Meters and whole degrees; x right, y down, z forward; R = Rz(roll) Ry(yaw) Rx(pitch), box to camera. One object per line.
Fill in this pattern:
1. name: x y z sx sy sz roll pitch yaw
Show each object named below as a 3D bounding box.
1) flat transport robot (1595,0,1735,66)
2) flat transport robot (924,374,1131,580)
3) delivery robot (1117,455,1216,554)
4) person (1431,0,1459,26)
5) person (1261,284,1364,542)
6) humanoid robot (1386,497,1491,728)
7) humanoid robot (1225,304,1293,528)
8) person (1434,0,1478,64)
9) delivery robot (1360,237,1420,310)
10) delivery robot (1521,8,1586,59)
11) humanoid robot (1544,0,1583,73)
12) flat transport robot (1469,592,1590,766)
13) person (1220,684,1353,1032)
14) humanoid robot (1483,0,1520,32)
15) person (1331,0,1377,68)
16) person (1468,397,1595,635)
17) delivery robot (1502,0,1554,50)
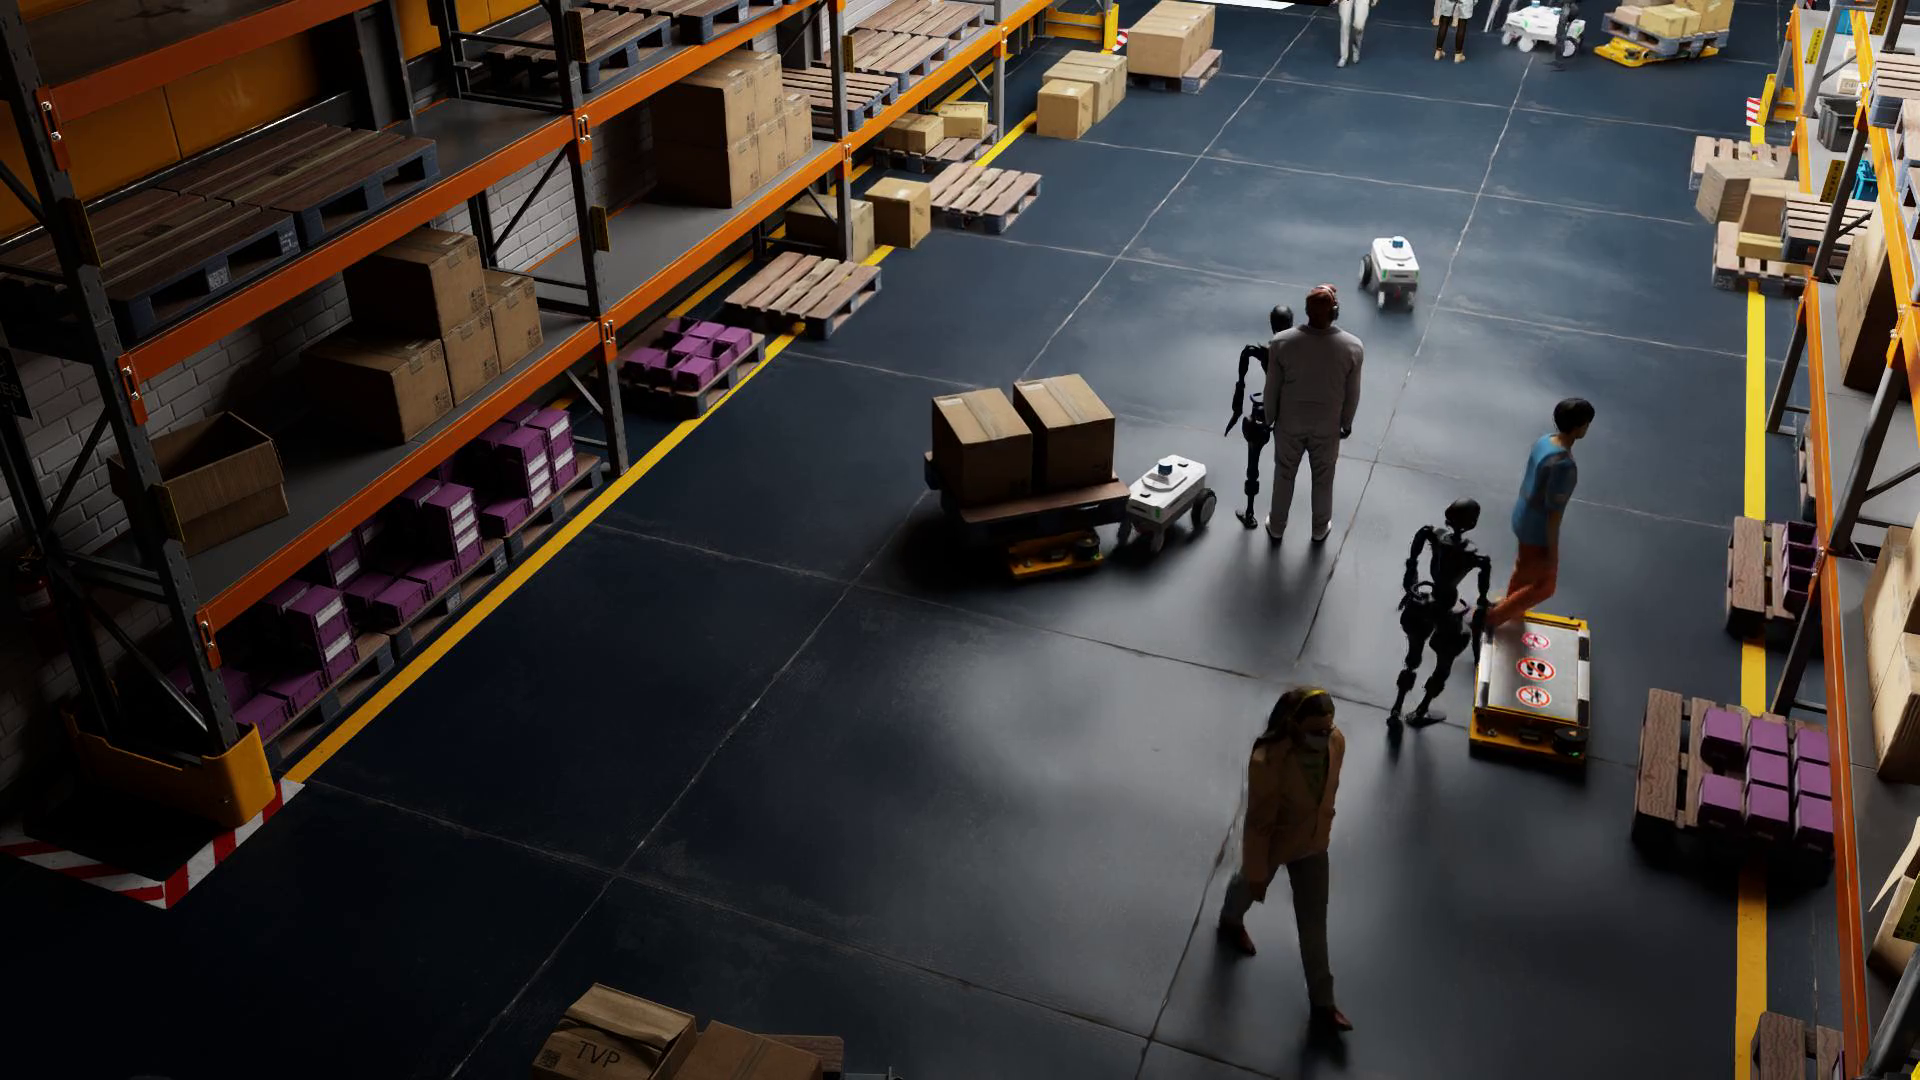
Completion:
1. flat transport robot: 8.974 -6.344 21.411 1.431 0.231 0.659 -13 35 -19
2. flat transport robot: 0.461 -0.205 11.909 0.659 0.231 1.431 -10 34 -15
3. delivery robot: 1.441 -0.301 11.784 0.499 0.583 0.774 22 39 30
4. person: 6.634 -7.796 22.266 0.462 1.778 0.305 9 34 14
5. person: 2.392 -0.854 11.411 0.641 1.904 0.404 6 33 9
6. humanoid robot: 2.736 0.446 9.618 0.487 1.632 0.603 -25 41 -34
7. humanoid robot: 2.180 -0.867 11.624 0.609 1.655 0.307 -2 33 -4
8. person: 6.279 -6.863 20.900 0.532 1.693 0.320 23 39 31
9. delivery robot: 3.952 -2.467 15.164 0.499 0.614 0.815 2 33 3
10. delivery robot: 7.690 -6.553 21.479 0.794 0.603 0.499 16 36 23
11. humanoid robot: 7.545 -6.678 20.625 0.317 1.642 0.599 5 33 7
12. flat transport robot: 3.538 0.837 10.297 0.659 0.231 1.431 10 34 15
13. person: 1.582 1.460 7.905 0.587 1.824 1.000 -14 35 -21
14. humanoid robot: 7.269 -7.592 22.018 0.839 1.796 0.539 -24 40 -33
15. person: 4.904 -6.827 20.671 0.563 1.880 0.474 12 35 18
16. person: 3.541 -0.072 10.346 0.560 1.742 0.518 -2 33 -3
17. delivery robot: 7.508 -6.758 21.794 0.801 0.602 0.499 -20 38 -28
